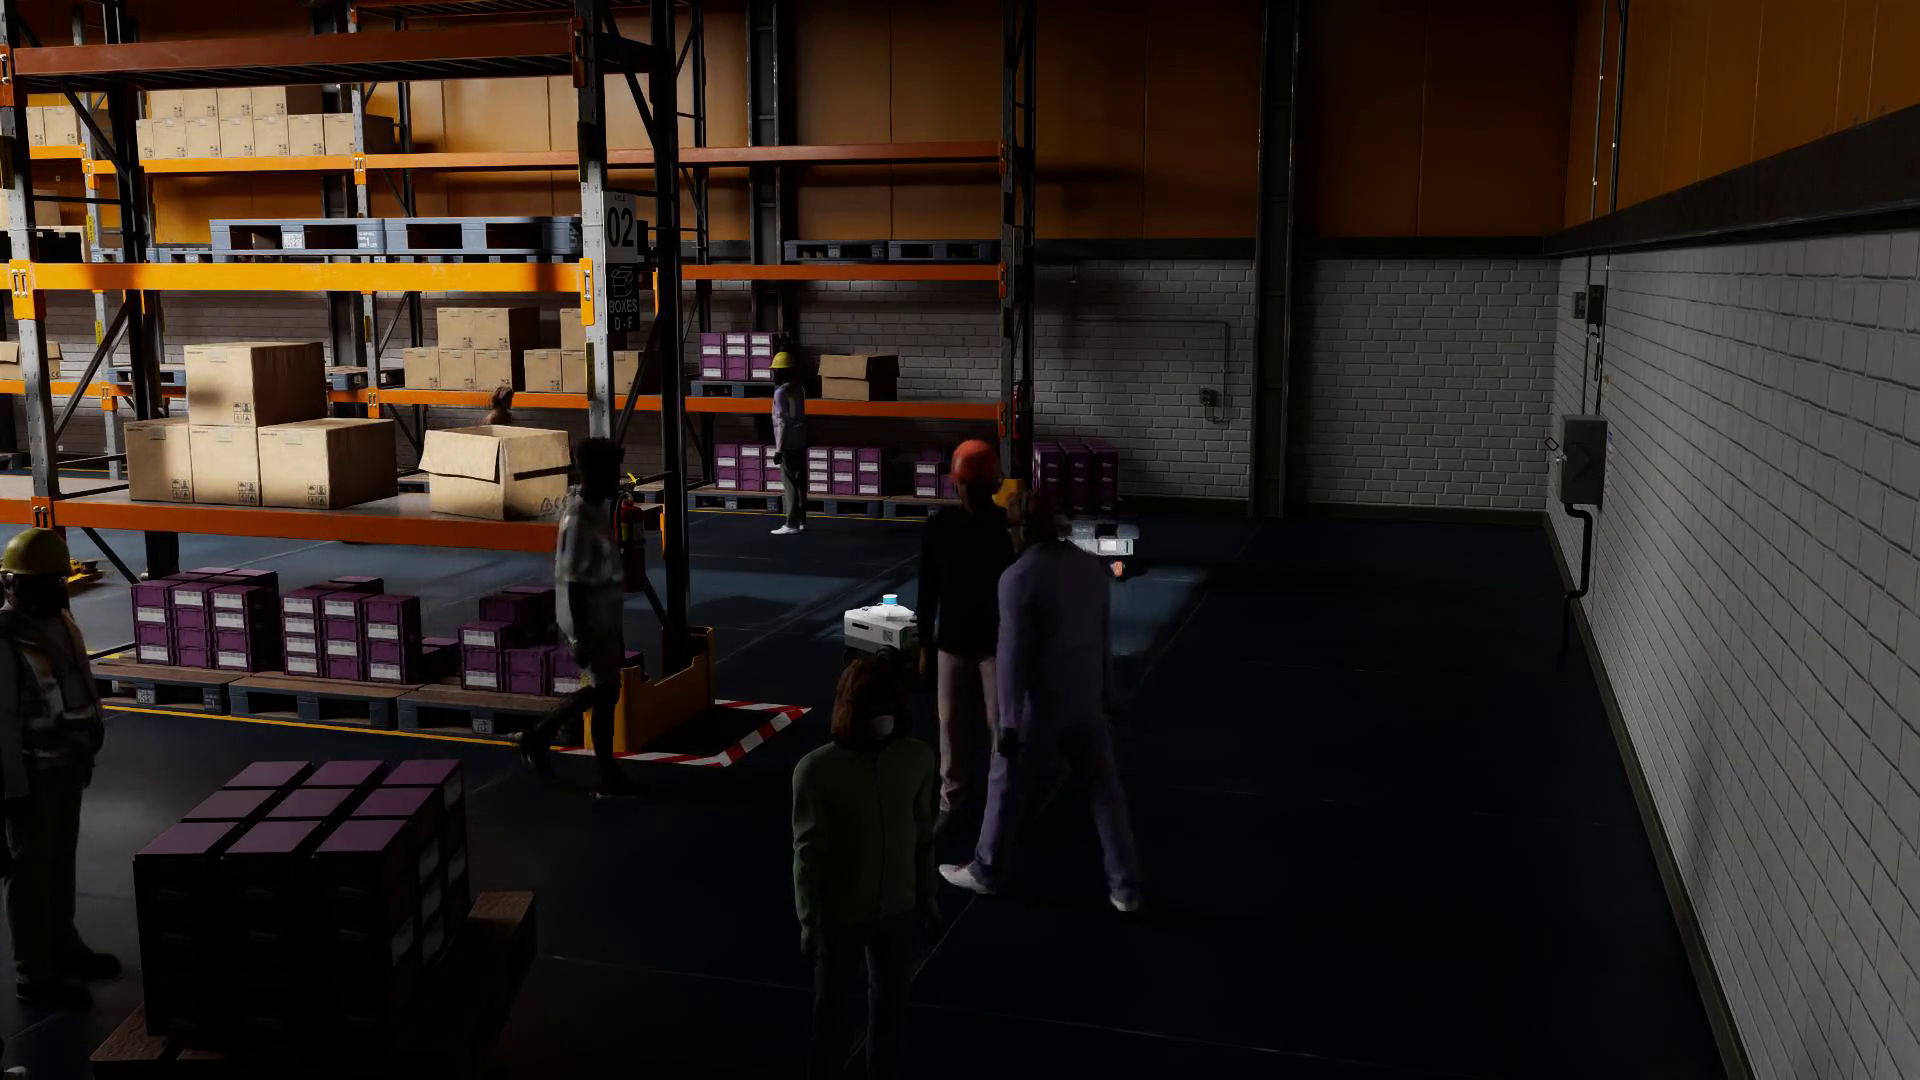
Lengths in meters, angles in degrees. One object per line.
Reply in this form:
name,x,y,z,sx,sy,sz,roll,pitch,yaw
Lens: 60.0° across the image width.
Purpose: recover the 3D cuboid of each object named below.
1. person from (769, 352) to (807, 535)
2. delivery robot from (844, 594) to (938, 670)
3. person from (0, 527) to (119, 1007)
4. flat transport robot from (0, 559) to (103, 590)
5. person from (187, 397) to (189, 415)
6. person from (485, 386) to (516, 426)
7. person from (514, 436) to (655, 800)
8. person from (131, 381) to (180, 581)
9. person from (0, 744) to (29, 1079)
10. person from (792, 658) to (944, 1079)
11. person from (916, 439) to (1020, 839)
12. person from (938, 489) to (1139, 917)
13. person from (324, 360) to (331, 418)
person,-1.817,-1.013,17.498,0.387,1.927,0.589,3,10,16
delivery robot,-0.480,0.618,11.441,0.477,0.478,0.707,-8,12,-41
person,-3.512,0.856,6.403,0.404,1.829,0.591,-1,9,-5
flat transport robot,-8.352,0.305,14.497,1.431,0.197,0.652,0,9,1
person,-7.870,-1.052,17.701,0.610,1.944,0.411,-5,11,-29
person,-4.520,-0.739,16.753,0.713,1.609,0.543,2,10,12
person,-1.998,0.416,8.767,0.652,1.938,0.617,-2,9,-9
person,-7.254,-0.558,14.972,0.344,1.847,0.504,-2,10,-12
person,-3.423,0.973,5.415,0.587,1.920,0.392,-2,10,-12
person,-0.279,1.162,5.131,0.499,1.634,0.279,-6,11,-33
person,0.080,0.495,8.102,0.623,1.991,0.396,3,10,16
person,0.368,0.706,7.263,0.743,1.847,0.964,-9,13,-44
person,-7.545,-1.321,19.511,0.356,1.883,0.572,-3,10,-16
